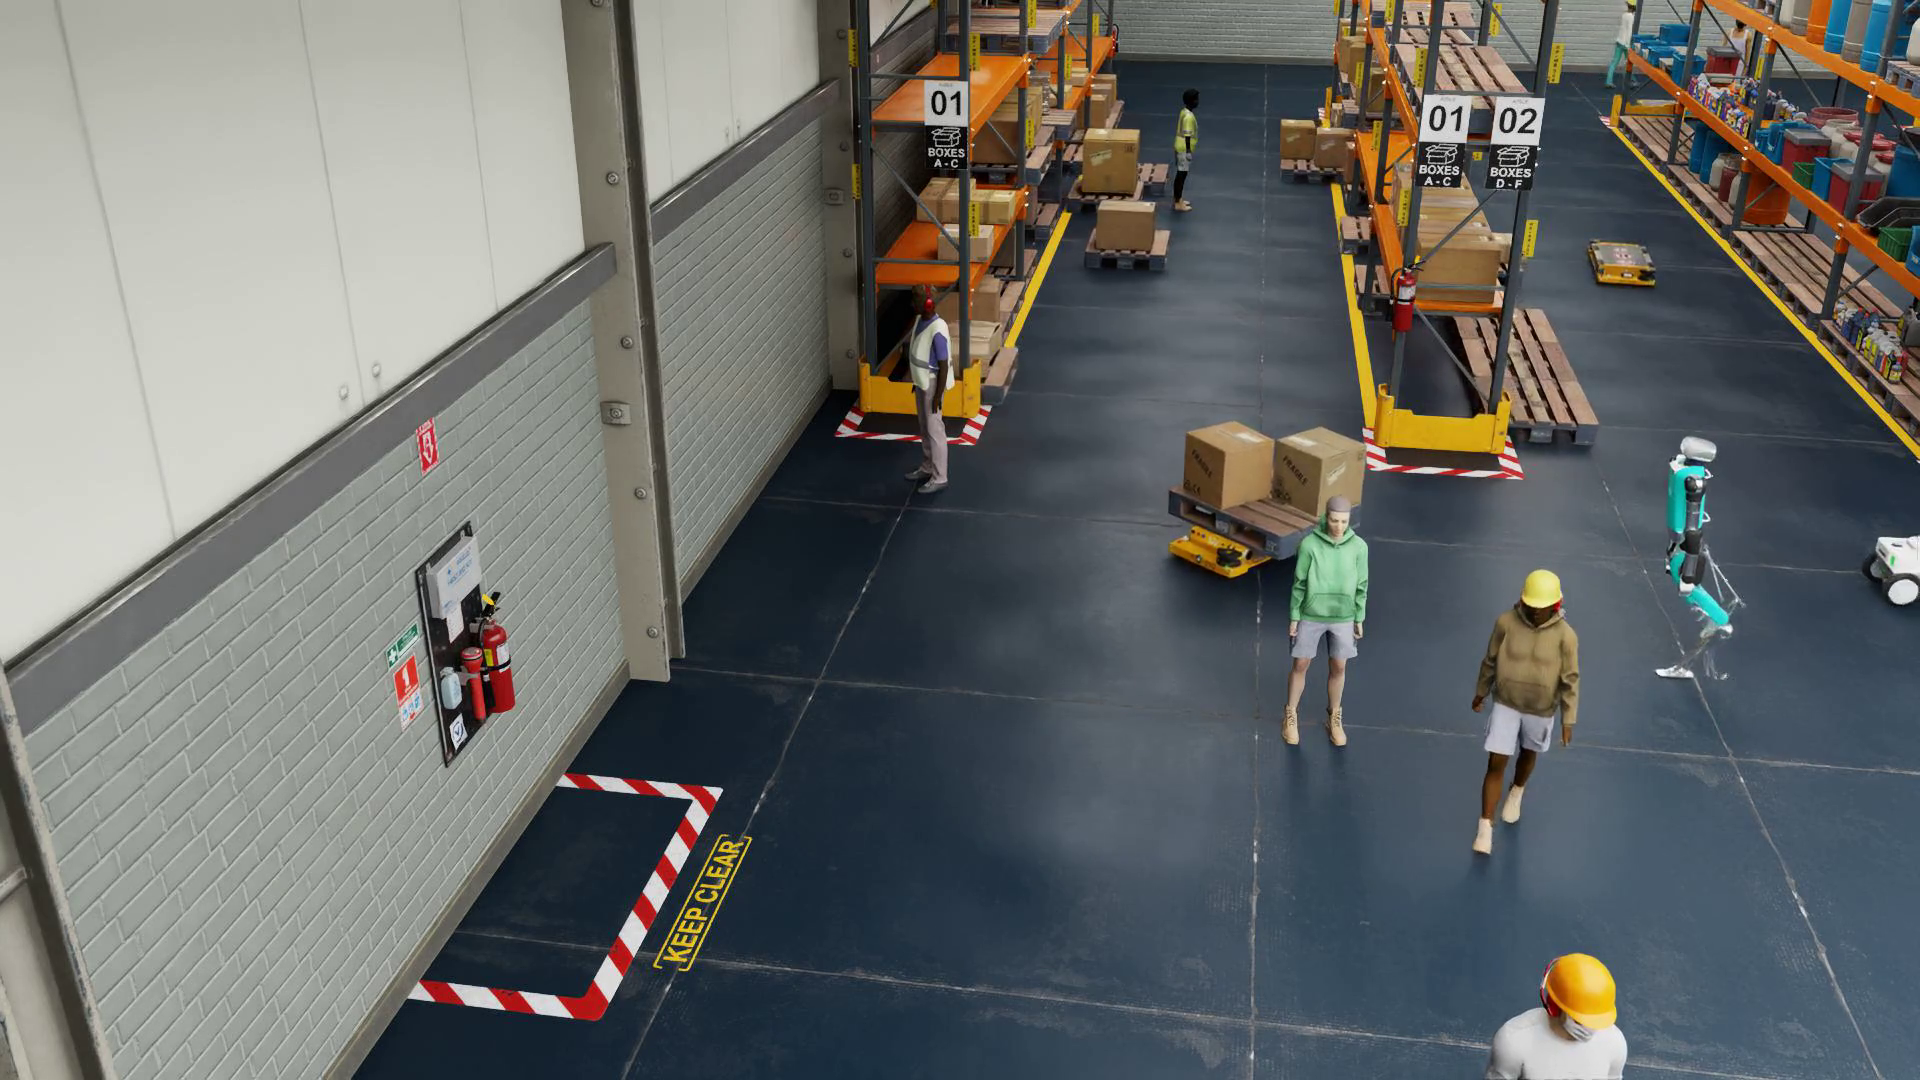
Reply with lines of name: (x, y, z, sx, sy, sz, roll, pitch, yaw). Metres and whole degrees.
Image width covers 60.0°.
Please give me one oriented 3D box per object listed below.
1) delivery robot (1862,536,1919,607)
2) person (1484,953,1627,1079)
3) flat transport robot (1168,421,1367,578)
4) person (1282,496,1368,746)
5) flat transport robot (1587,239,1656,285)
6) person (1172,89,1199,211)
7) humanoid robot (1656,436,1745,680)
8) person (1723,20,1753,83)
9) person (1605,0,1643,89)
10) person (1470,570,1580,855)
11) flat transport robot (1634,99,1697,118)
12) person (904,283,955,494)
delivery robot: (7.309, 0.196, 12.606, 0.774, 0.599, 0.499, 3, 25, 7)
person: (2.240, 2.358, 6.402, 0.569, 1.889, 0.389, 0, 25, 0)
flat transport robot: (2.424, -0.068, 13.504, 1.431, 0.231, 0.659, -20, 31, -36)
person: (2.321, 0.507, 10.547, 0.471, 1.735, 0.326, 2, 25, 4)
flat transport robot: (8.253, -3.462, 20.767, 0.659, 0.231, 1.431, 6, 26, 13)
person: (3.185, -5.509, 23.471, 0.322, 1.690, 0.532, 1, 25, 1)
humanoid robot: (5.089, 0.221, 11.288, 0.762, 1.902, 0.543, 4, 25, 8)
person: (13.715, -8.415, 29.510, 0.488, 1.849, 0.440, 14, 29, 27)
person: (12.999, -9.622, 32.206, 0.800, 1.733, 0.546, -2, 25, -4)
person: (3.222, 0.987, 9.524, 0.578, 1.718, 0.884, 11, 27, 21)
flat transport robot: (12.829, -7.740, 29.924, 1.431, 0.231, 0.659, 4, 25, 9)
person: (-0.255, -1.314, 14.308, 0.376, 1.843, 0.571, -9, 26, -18)
